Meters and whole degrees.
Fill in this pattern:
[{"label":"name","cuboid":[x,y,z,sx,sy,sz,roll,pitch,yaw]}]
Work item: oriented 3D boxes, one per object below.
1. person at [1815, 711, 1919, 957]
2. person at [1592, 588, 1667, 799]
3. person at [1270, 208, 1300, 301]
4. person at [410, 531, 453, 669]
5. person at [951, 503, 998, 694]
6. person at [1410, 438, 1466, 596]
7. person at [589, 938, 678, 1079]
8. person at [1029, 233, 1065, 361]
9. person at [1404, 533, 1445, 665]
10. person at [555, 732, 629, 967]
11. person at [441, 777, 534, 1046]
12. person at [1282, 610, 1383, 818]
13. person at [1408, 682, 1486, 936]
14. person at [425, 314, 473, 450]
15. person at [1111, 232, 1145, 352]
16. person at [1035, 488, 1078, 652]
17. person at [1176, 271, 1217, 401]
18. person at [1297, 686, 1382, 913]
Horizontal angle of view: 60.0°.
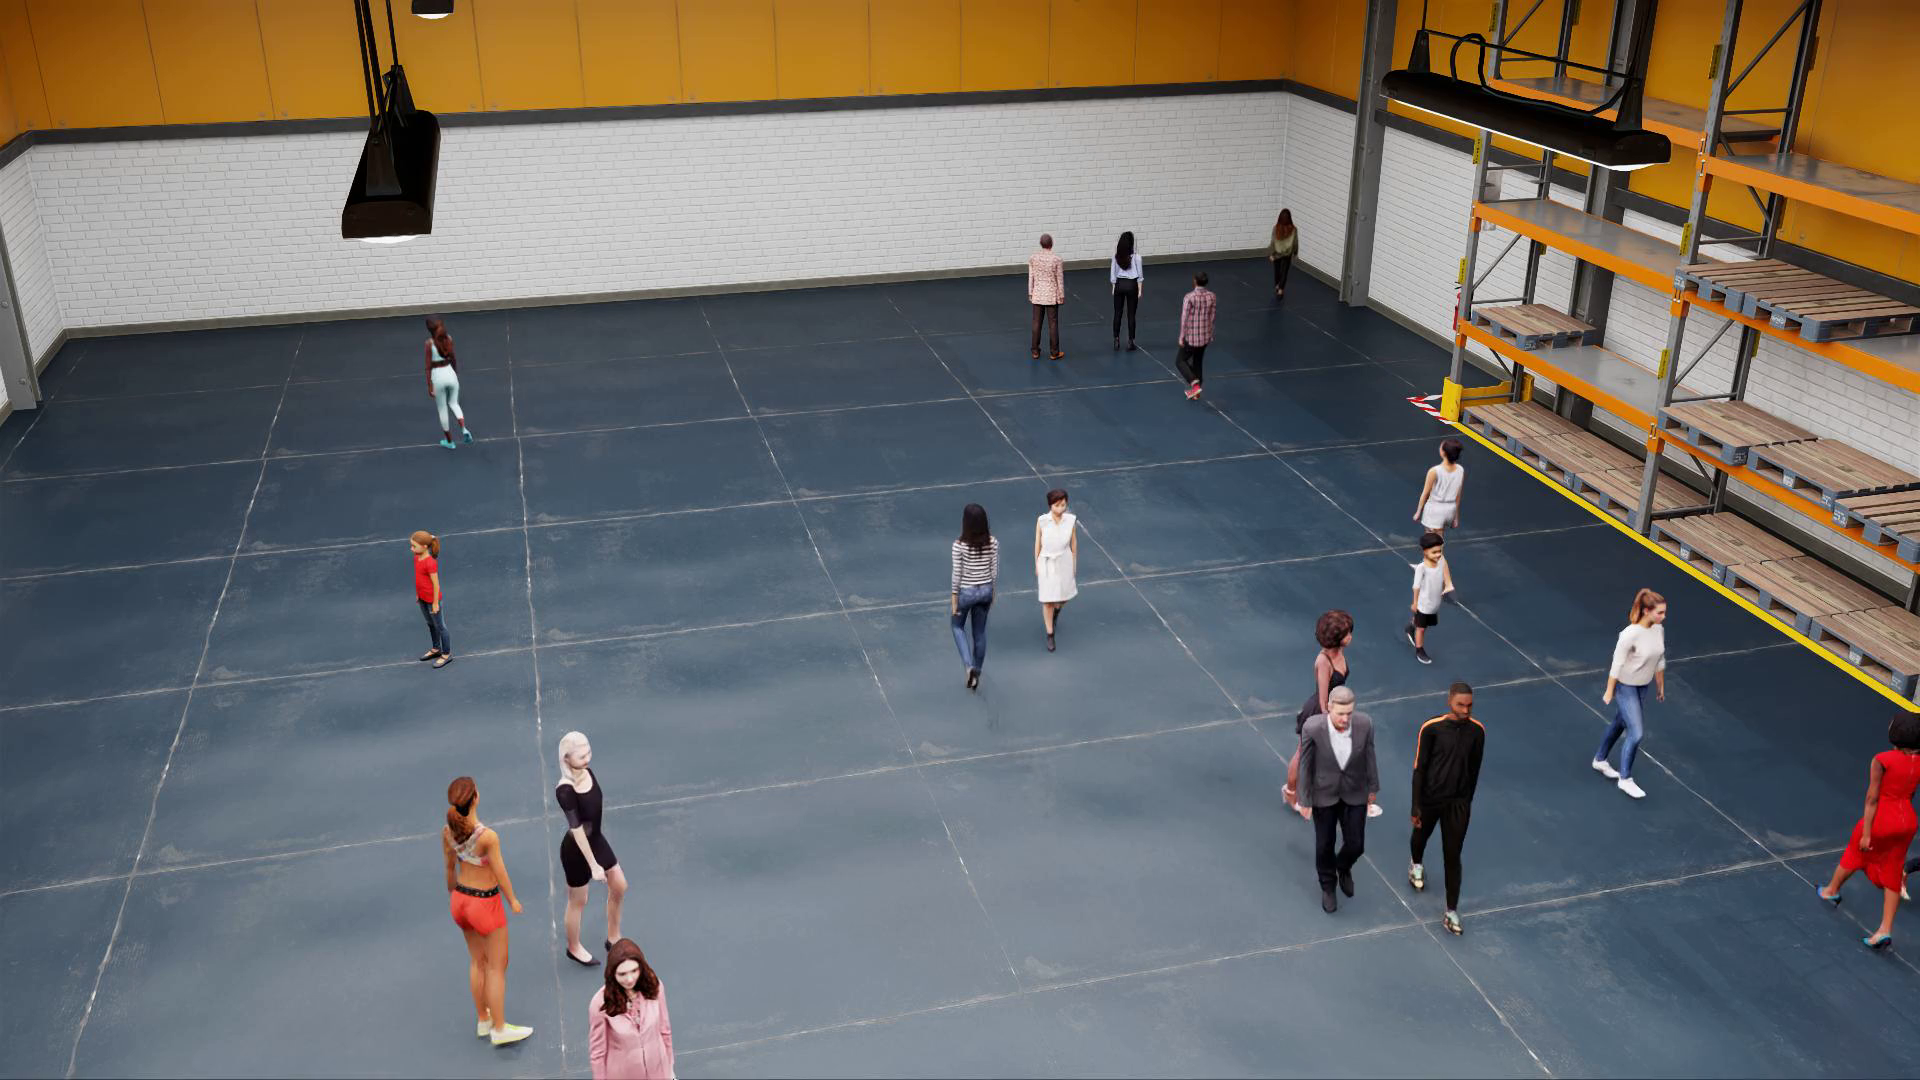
[{"label":"person","cuboid":[6.328,2.026,11.269,0.672,1.707,1.004,-4,24,-9]},{"label":"person","cuboid":[5.278,1.158,13.265,0.766,1.699,0.899,-14,27,-29]},{"label":"person","cuboid":[5.165,-4.533,26.608,0.924,1.439,1.097,7,25,16]},{"label":"person","cuboid":[-4.840,0.521,15.207,0.546,1.310,0.632,22,32,40]},{"label":"person","cuboid":[0.149,0.562,14.522,0.590,1.783,0.685,-7,25,-16]},{"label":"person","cuboid":[4.812,-0.212,16.562,0.641,1.568,1.088,-9,25,-19]},{"label":"person","cuboid":[-1.773,2.922,9.104,0.657,1.799,0.616,-14,27,-29]},{"label":"person","cuboid":[1.229,-3.478,23.737,0.780,1.806,0.799,8,25,18]},{"label":"person","cuboid":[4.275,0.497,15.338,0.567,1.250,0.715,-11,26,-24]},{"label":"person","cuboid":[-2.589,2.074,11.026,0.807,1.814,0.779,5,24,11]},{"label":"person","cuboid":[-3.039,2.343,10.471,0.849,1.766,0.894,17,29,34]},{"label":"person","cuboid":[2.700,1.344,12.763,1.070,1.760,0.987,14,27,30]},{"label":"person","cuboid":[3.369,1.789,11.735,0.916,1.767,1.234,2,24,5]},{"label":"person","cuboid":[-6.231,-1.900,20.237,0.916,1.717,0.803,21,31,39]},{"label":"person","cuboid":[2.405,-3.609,24.113,0.732,1.744,0.749,8,25,18]},{"label":"person","cuboid":[0.895,0.222,15.602,0.636,1.541,0.879,-3,24,-6]},{"label":"person","cuboid":[3.147,-2.669,21.954,0.800,1.753,0.810,-13,27,-26]},{"label":"person","cuboid":[2.644,1.753,11.759,0.855,1.815,0.821,-1,24,-2]}]
